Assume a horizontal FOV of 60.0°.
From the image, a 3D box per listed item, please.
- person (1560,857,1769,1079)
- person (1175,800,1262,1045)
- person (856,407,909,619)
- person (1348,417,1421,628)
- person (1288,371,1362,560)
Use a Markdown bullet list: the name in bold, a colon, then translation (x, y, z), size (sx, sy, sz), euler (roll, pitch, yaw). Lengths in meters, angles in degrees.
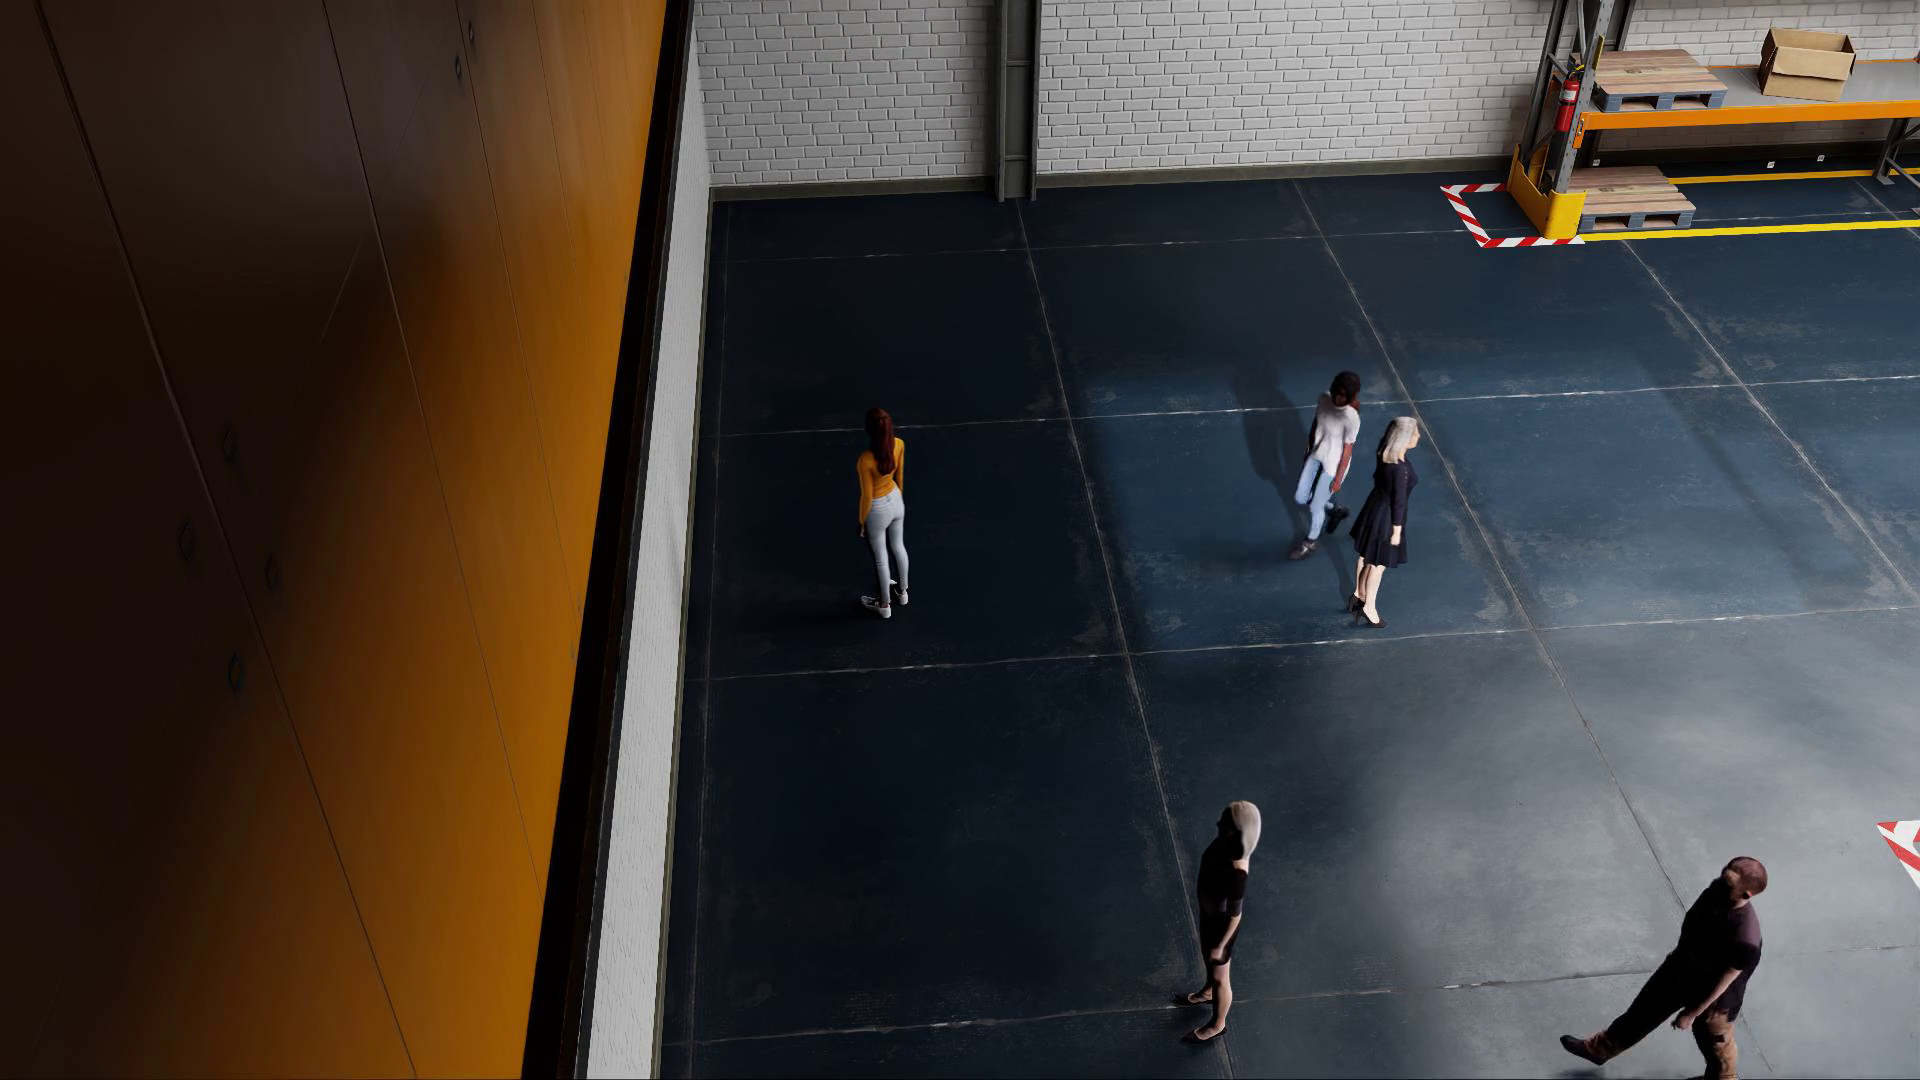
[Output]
- **person**: translation (3.967, 2.320, 8.634), size (1.192, 1.791, 0.807), euler (2, 39, 2)
- **person**: translation (1.401, 2.043, 8.949), size (0.524, 1.830, 0.595), euler (0, 39, 0)
- **person**: translation (-0.549, -0.200, 11.823), size (0.736, 1.749, 0.663), euler (31, 48, 33)
- **person**: translation (3.011, -0.142, 11.753), size (0.550, 1.746, 0.589), euler (-4, 39, -5)
- **person**: translation (2.784, -0.572, 12.321), size (0.870, 1.708, 0.772), euler (-16, 41, -19)
